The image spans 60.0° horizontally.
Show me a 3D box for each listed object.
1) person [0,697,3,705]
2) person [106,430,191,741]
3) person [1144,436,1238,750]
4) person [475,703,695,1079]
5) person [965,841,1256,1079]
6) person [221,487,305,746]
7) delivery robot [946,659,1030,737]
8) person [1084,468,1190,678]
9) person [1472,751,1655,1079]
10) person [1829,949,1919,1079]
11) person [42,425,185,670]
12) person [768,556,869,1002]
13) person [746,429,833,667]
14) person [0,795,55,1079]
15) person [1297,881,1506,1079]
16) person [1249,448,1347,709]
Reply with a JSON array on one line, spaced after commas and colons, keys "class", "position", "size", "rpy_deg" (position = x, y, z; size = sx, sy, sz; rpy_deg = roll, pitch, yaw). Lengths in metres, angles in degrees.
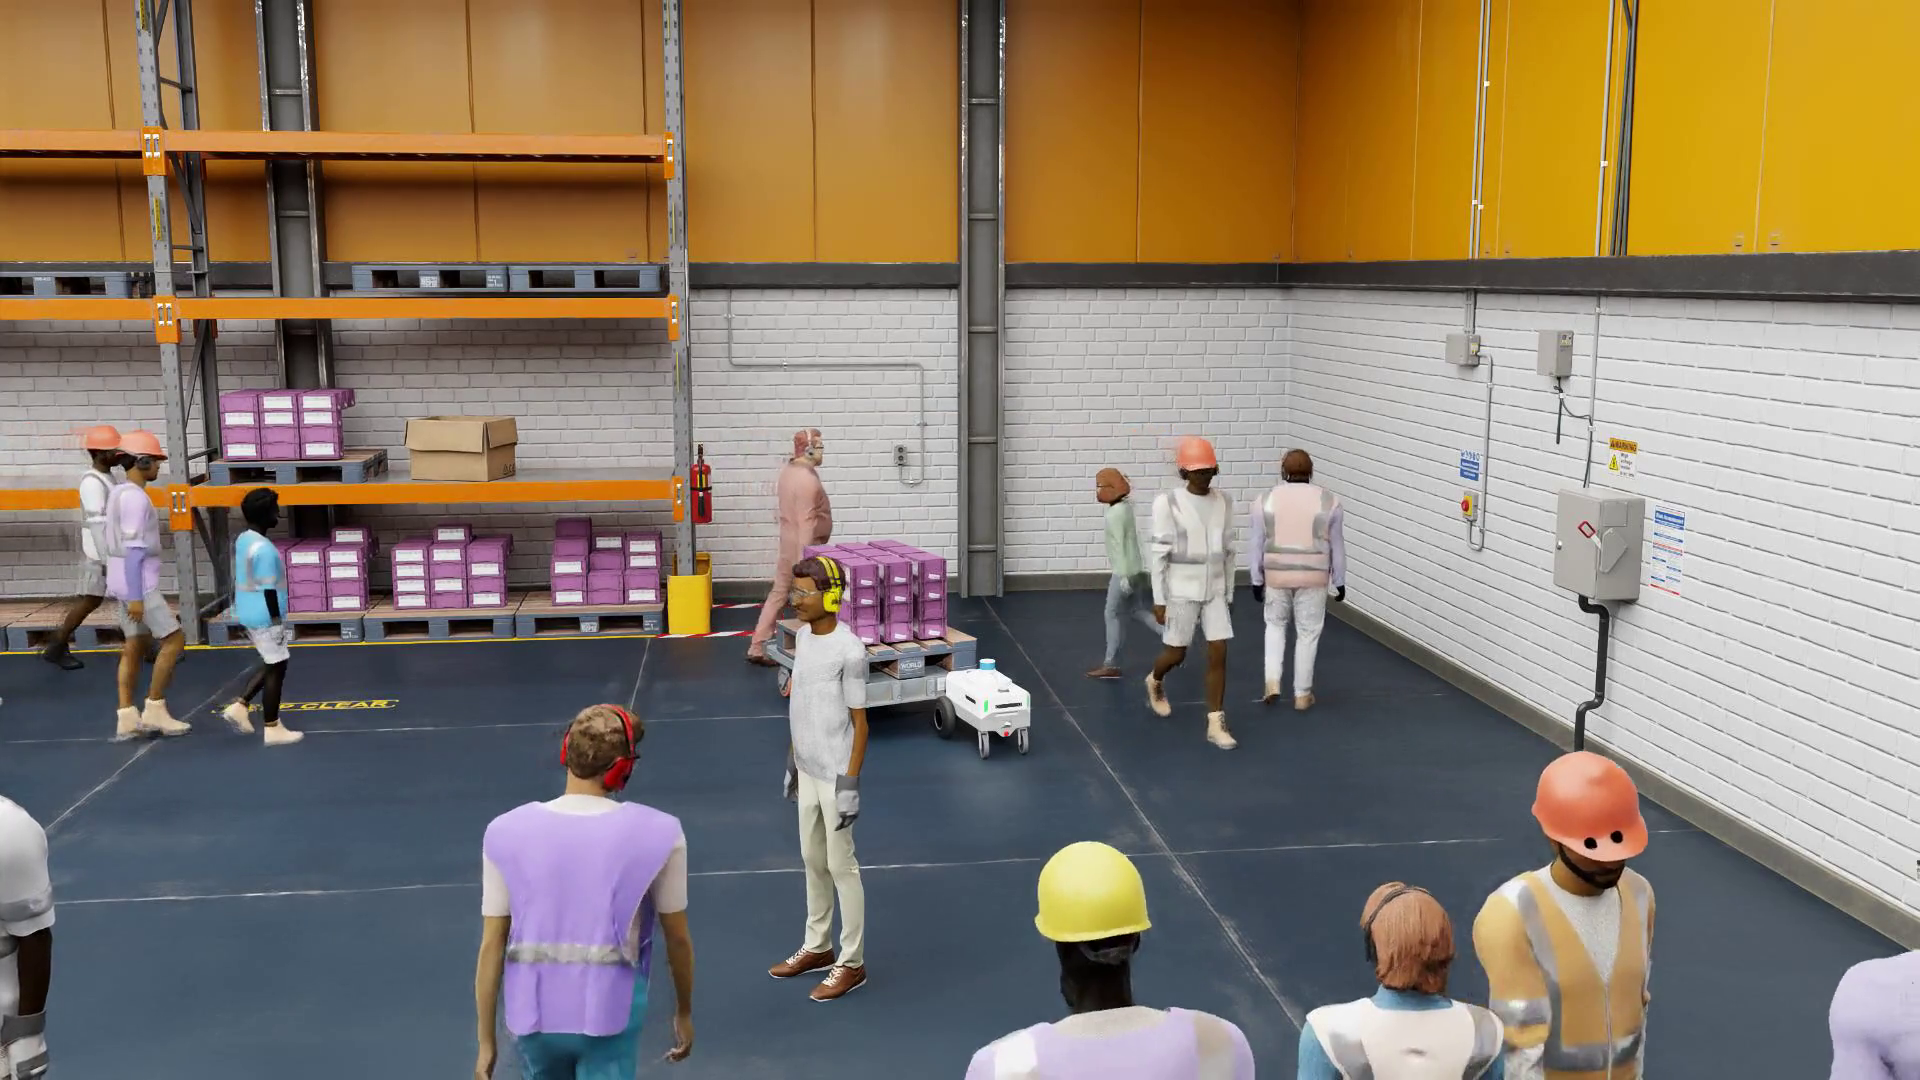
[{"class": "person", "position": [-6.967, 0.262, 11.594], "size": [0.344, 1.847, 0.508], "rpy_deg": [-6, 11, -35]}, {"class": "person", "position": [-5.293, 0.295, 10.840], "size": [0.606, 2.018, 0.639], "rpy_deg": [-6, 11, -32]}, {"class": "person", "position": [1.481, 0.310, 10.817], "size": [0.621, 2.010, 0.872], "rpy_deg": [-3, 10, -21]}, {"class": "person", "position": [-1.060, 1.379, 4.746], "size": [0.579, 1.801, 0.698], "rpy_deg": [0, 9, 0]}, {"class": "person", "position": [0.289, 1.543, 3.453], "size": [0.616, 1.886, 0.850], "rpy_deg": [-2, 9, -10]}, {"class": "person", "position": [-4.456, 0.496, 10.641], "size": [0.399, 1.677, 0.547], "rpy_deg": [-7, 11, -37]}, {"class": "delivery robot", "position": [0.176, 1.007, 10.664], "size": [0.477, 0.478, 0.707], "rpy_deg": [-3, 10, -21]}, {"class": "person", "position": [1.317, 0.258, 12.370], "size": [0.699, 1.602, 0.516], "rpy_deg": [3, 10, 19]}, {"class": "person", "position": [1.530, 1.444, 4.030], "size": [0.552, 1.899, 0.732], "rpy_deg": [-3, 10, -20]}, {"class": "person", "position": [2.158, 1.510, 3.623], "size": [0.647, 1.902, 0.644], "rpy_deg": [1, 9, 9]}, {"class": "person", "position": [-6.558, 0.065, 12.689], "size": [0.983, 1.895, 0.560], "rpy_deg": [-2, 9, -9]}, {"class": "person", "position": [-0.584, 0.987, 6.994], "size": [0.328, 1.872, 0.513], "rpy_deg": [-7, 12, -38]}, {"class": "person", "position": [-1.195, 0.067, 12.779], "size": [0.999, 1.862, 0.649], "rpy_deg": [-4, 10, -26]}, {"class": "person", "position": [-2.797, 1.317, 4.633], "size": [0.610, 1.963, 0.365], "rpy_deg": [3, 10, 18]}, {"class": "person", "position": [1.024, 1.613, 3.849], "size": [0.518, 1.617, 0.541], "rpy_deg": [-2, 9, -10]}, {"class": "person", "position": [2.346, 0.280, 11.556], "size": [0.658, 1.833, 0.429], "rpy_deg": [3, 10, 19]}]
